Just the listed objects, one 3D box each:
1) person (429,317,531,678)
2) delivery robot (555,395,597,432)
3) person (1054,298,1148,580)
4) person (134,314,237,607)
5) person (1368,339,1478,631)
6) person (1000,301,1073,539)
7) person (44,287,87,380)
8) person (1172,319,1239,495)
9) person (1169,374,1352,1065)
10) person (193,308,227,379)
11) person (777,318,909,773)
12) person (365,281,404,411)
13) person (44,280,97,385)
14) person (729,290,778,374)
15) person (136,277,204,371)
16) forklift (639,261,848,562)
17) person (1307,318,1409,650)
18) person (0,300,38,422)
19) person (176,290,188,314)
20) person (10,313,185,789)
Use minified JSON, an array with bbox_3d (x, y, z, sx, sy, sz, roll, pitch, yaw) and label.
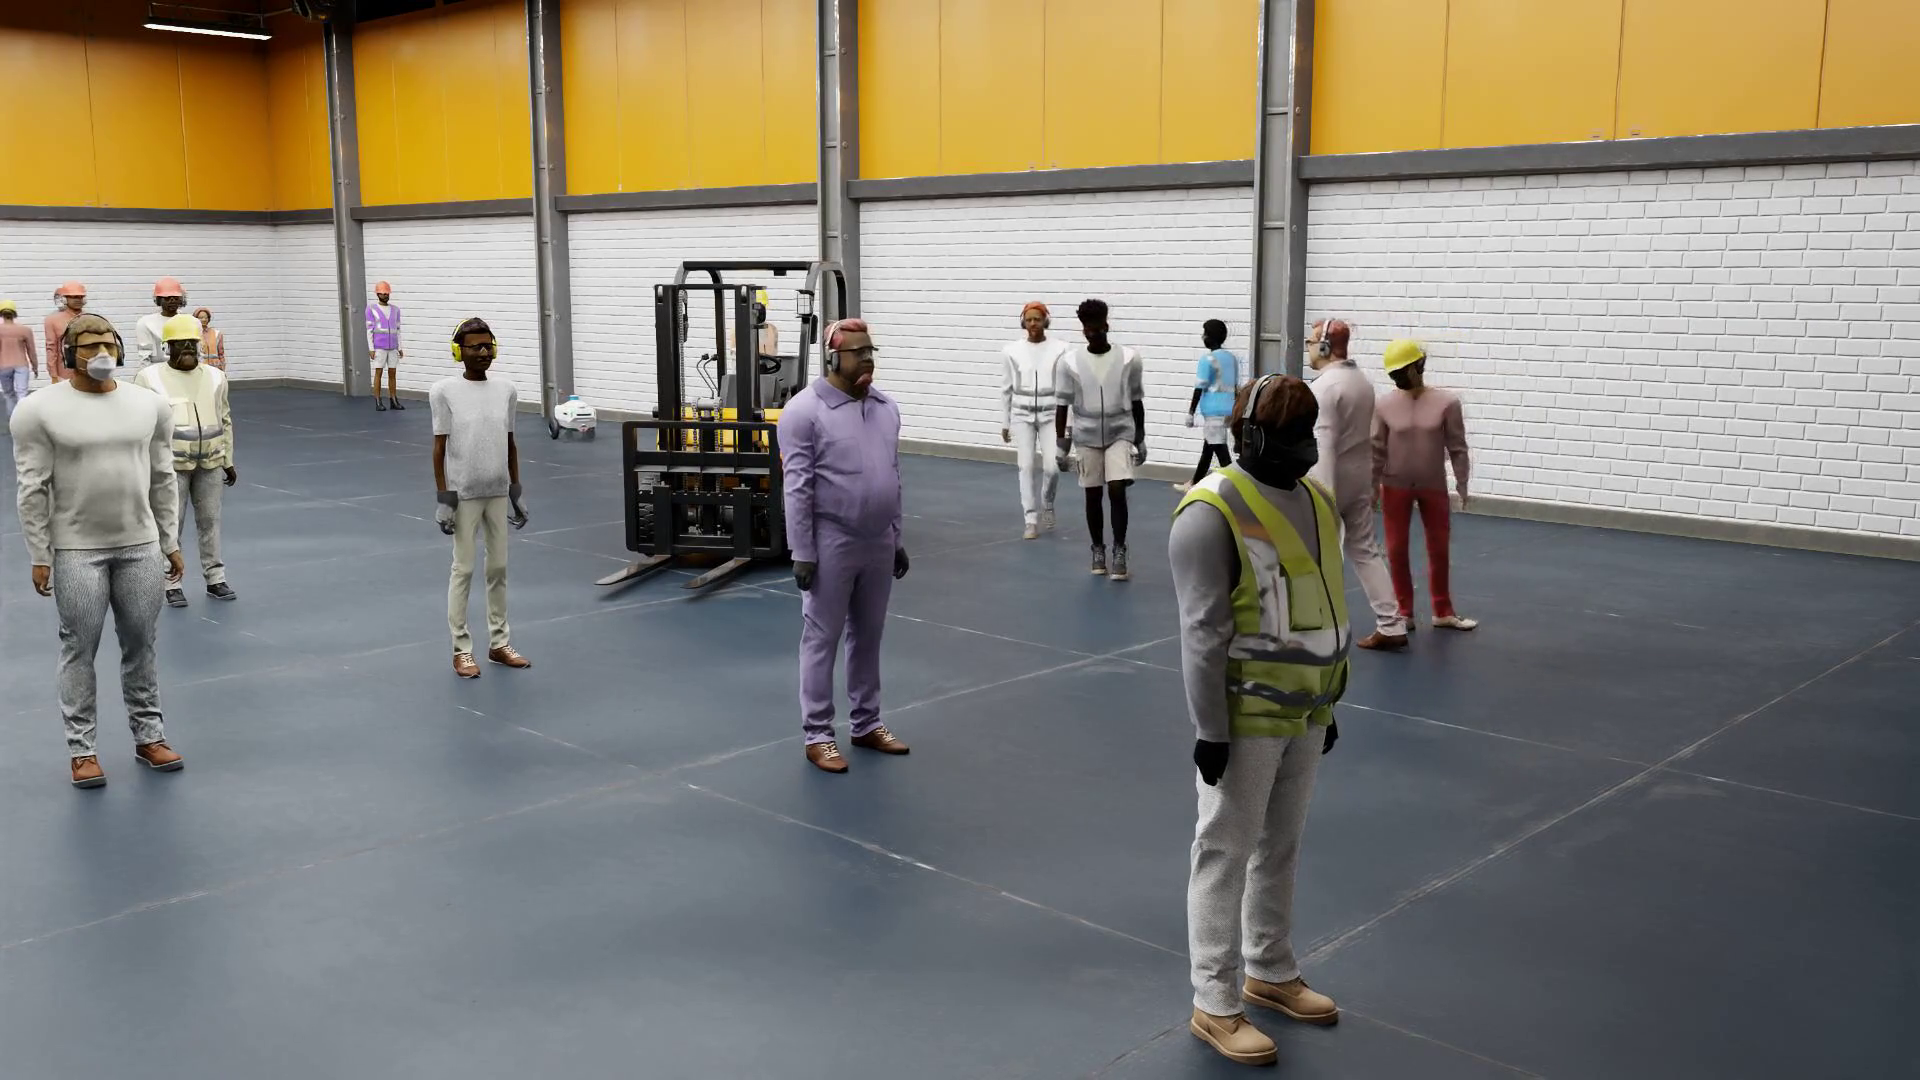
[{"bbox_3d":[-2.506,-0.225,8.720,0.328,1.870,0.514,9,13,43],"label":"person"},{"bbox_3d":[-4.754,-1.547,20.555,0.477,0.478,0.707,-5,11,-30],"label":"delivery robot"},{"bbox_3d":[0.961,-0.678,11.354,0.637,1.915,0.722,1,9,8],"label":"person"},{"bbox_3d":[-4.878,-0.504,10.526,0.403,1.837,0.590,9,13,43],"label":"person"},{"bbox_3d":[2.694,-0.297,9.601,0.679,1.717,0.425,2,9,12],"label":"person"},{"bbox_3d":[0.602,-0.941,13.086,0.595,1.871,0.447,1,9,5],"label":"person"},{"bbox_3d":[-11.422,-2.304,21.428,0.647,1.890,1.016,-1,9,-7],"label":"person"},{"bbox_3d":[2.196,-1.139,14.926,0.819,1.656,0.557,7,12,38],"label":"person"},{"bbox_3d":[0.841,0.470,4.544,0.429,1.844,0.626,9,13,43],"label":"person"},{"bbox_3d":[-9.399,-2.067,20.711,0.308,1.641,0.514,9,13,43],"label":"person"},{"bbox_3d":[-0.461,0.020,7.112,0.401,1.908,0.651,9,13,42],"label":"person"},{"bbox_3d":[-8.604,-2.903,24.927,0.360,1.938,0.545,9,13,43],"label":"person"},{"bbox_3d":[-9.430,-1.768,17.803,0.392,1.994,0.619,9,13,42],"label":"person"},{"bbox_3d":[-2.047,-1.572,16.791,0.363,1.930,0.587,9,13,43],"label":"person"},{"bbox_3d":[-7.565,-1.505,16.035,0.377,2.044,0.607,9,13,43],"label":"person"},{"bbox_3d":[-1.552,-1.040,12.721,1.214,2.155,2.313,2,9,11],"label":"forklift"},{"bbox_3d":[2.079,-0.307,9.287,1.013,1.857,0.661,7,12,38],"label":"person"},{"bbox_3d":[-12.180,-2.226,21.403,0.534,1.733,0.849,-5,10,-27],"label":"person"},{"bbox_3d":[-11.851,-2.934,25.523,0.920,1.804,0.517,-6,11,-31],"label":"person"},{"bbox_3d":[-3.538,0.037,6.898,0.372,1.940,0.630,9,13,43],"label":"person"}]
